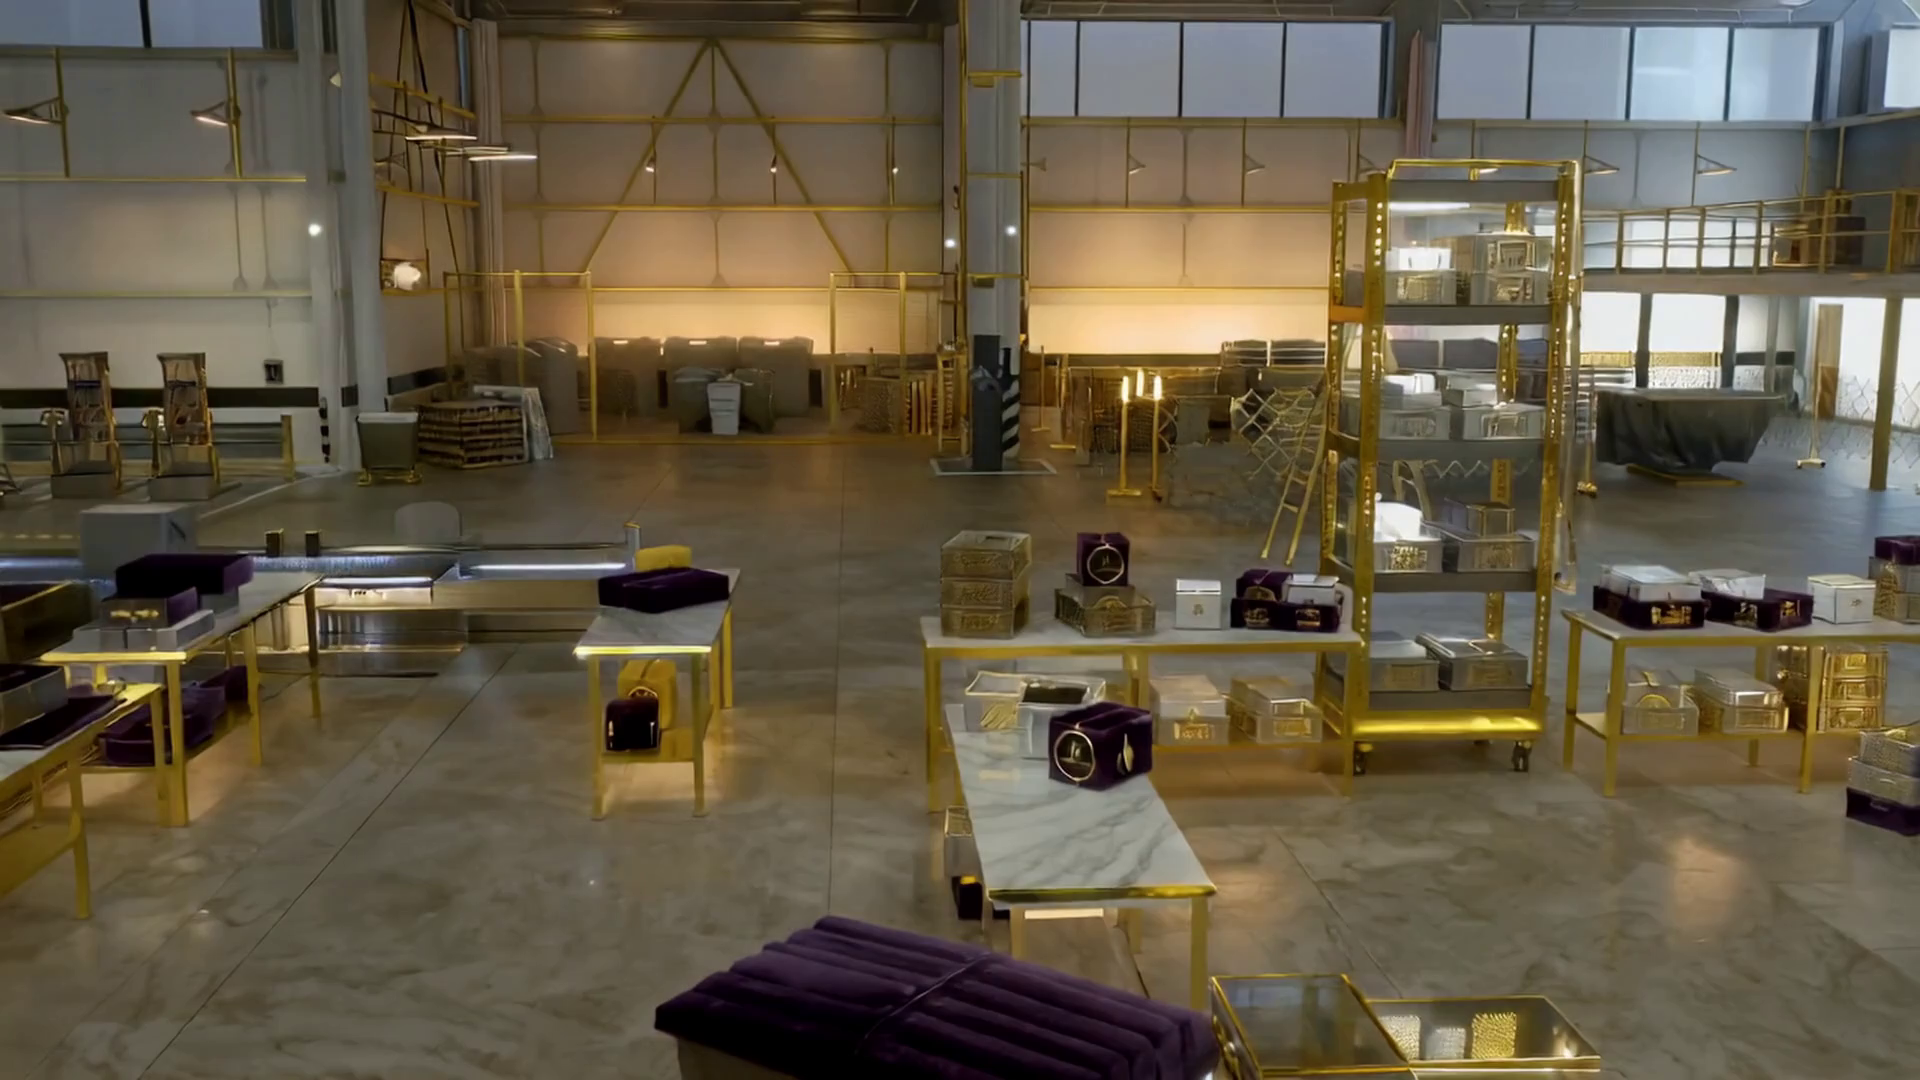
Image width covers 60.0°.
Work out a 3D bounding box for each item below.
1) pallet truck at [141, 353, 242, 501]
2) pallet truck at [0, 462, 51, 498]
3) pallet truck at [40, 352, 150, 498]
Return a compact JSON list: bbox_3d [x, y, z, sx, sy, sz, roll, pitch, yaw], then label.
[{"bbox_3d":[-10.520,-1.604,22.925,0.823,1.965,1.885,-1,9,-6],"label":"pallet truck"},{"bbox_3d":[-13.193,-1.293,23.148,0.653,1.274,1.630,-1,9,-4],"label":"pallet truck"},{"bbox_3d":[-11.907,-1.642,23.165,0.823,1.965,1.885,0,9,0],"label":"pallet truck"}]
